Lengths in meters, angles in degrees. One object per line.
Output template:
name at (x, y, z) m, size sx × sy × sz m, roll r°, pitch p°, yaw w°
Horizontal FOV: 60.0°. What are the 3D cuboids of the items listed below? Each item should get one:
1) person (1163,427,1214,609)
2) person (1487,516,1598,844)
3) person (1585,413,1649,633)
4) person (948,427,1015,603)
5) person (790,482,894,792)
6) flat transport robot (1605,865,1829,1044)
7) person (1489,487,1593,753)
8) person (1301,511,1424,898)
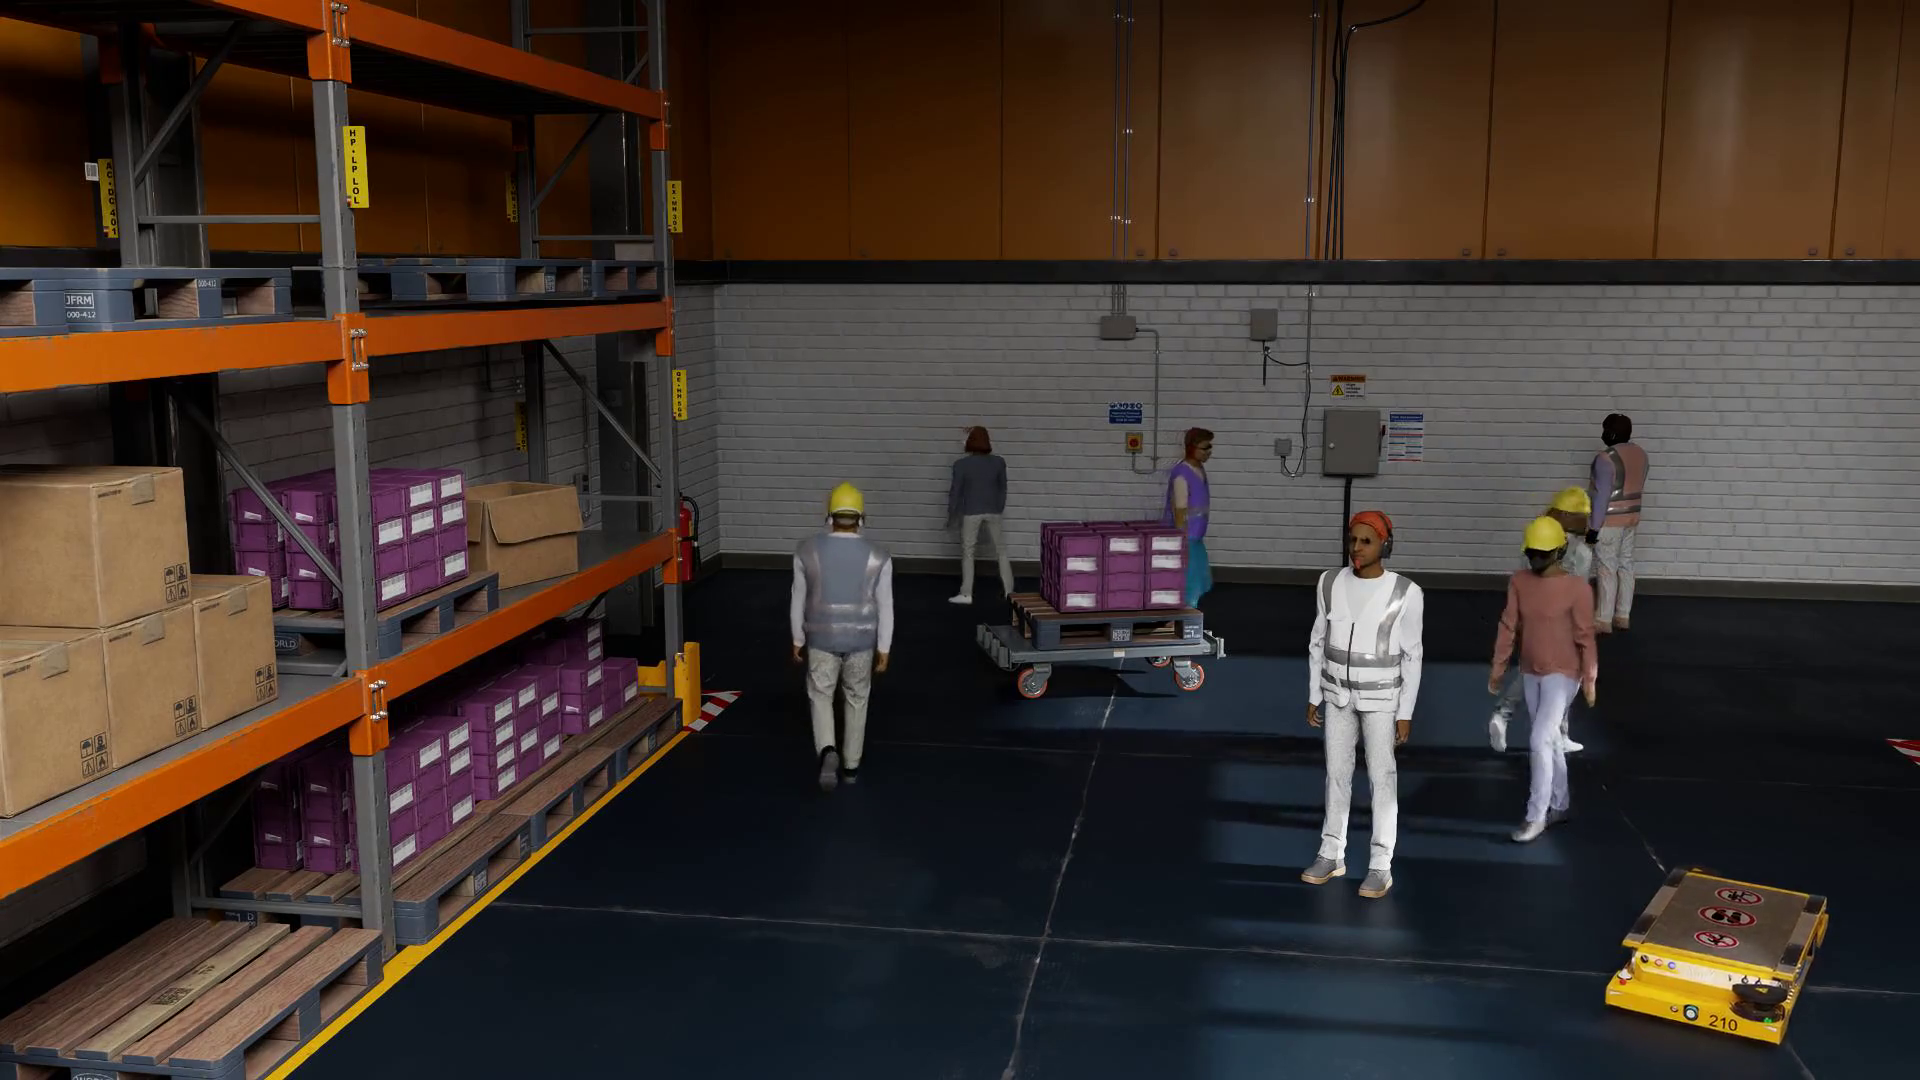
person at (1.782, 0.011, 13.097) m, size 0.450 × 1.818 × 0.610 m, roll 4°, pitch 10°, yaw 21°
person at (3.079, 0.736, 8.880) m, size 0.727 × 1.736 × 0.530 m, roll -5°, pitch 10°, yaw -28°
person at (5.483, -0.143, 13.990) m, size 0.619 × 1.845 × 0.430 m, roll -6°, pitch 11°, yaw -34°
person at (0.227, -0.212, 15.101) m, size 0.715 × 1.615 × 0.377 m, roll -2°, pitch 9°, yaw -12°
person at (-0.680, 0.572, 9.666) m, size 0.609 × 1.815 × 0.644 m, roll -1°, pitch 9°, yaw -5°
flat transport robot at (3.303, 1.744, 7.185) m, size 0.652 × 0.197 × 1.431 m, roll 6°, pitch 11°, yaw 33°
person at (3.629, 0.519, 10.292) m, size 0.682 × 1.720 × 0.509 m, roll -5°, pitch 11°, yaw -29°
person at (1.953, 0.789, 8.113) m, size 0.574 × 1.885 × 0.356 m, roll 8°, pitch 12°, yaw 39°
